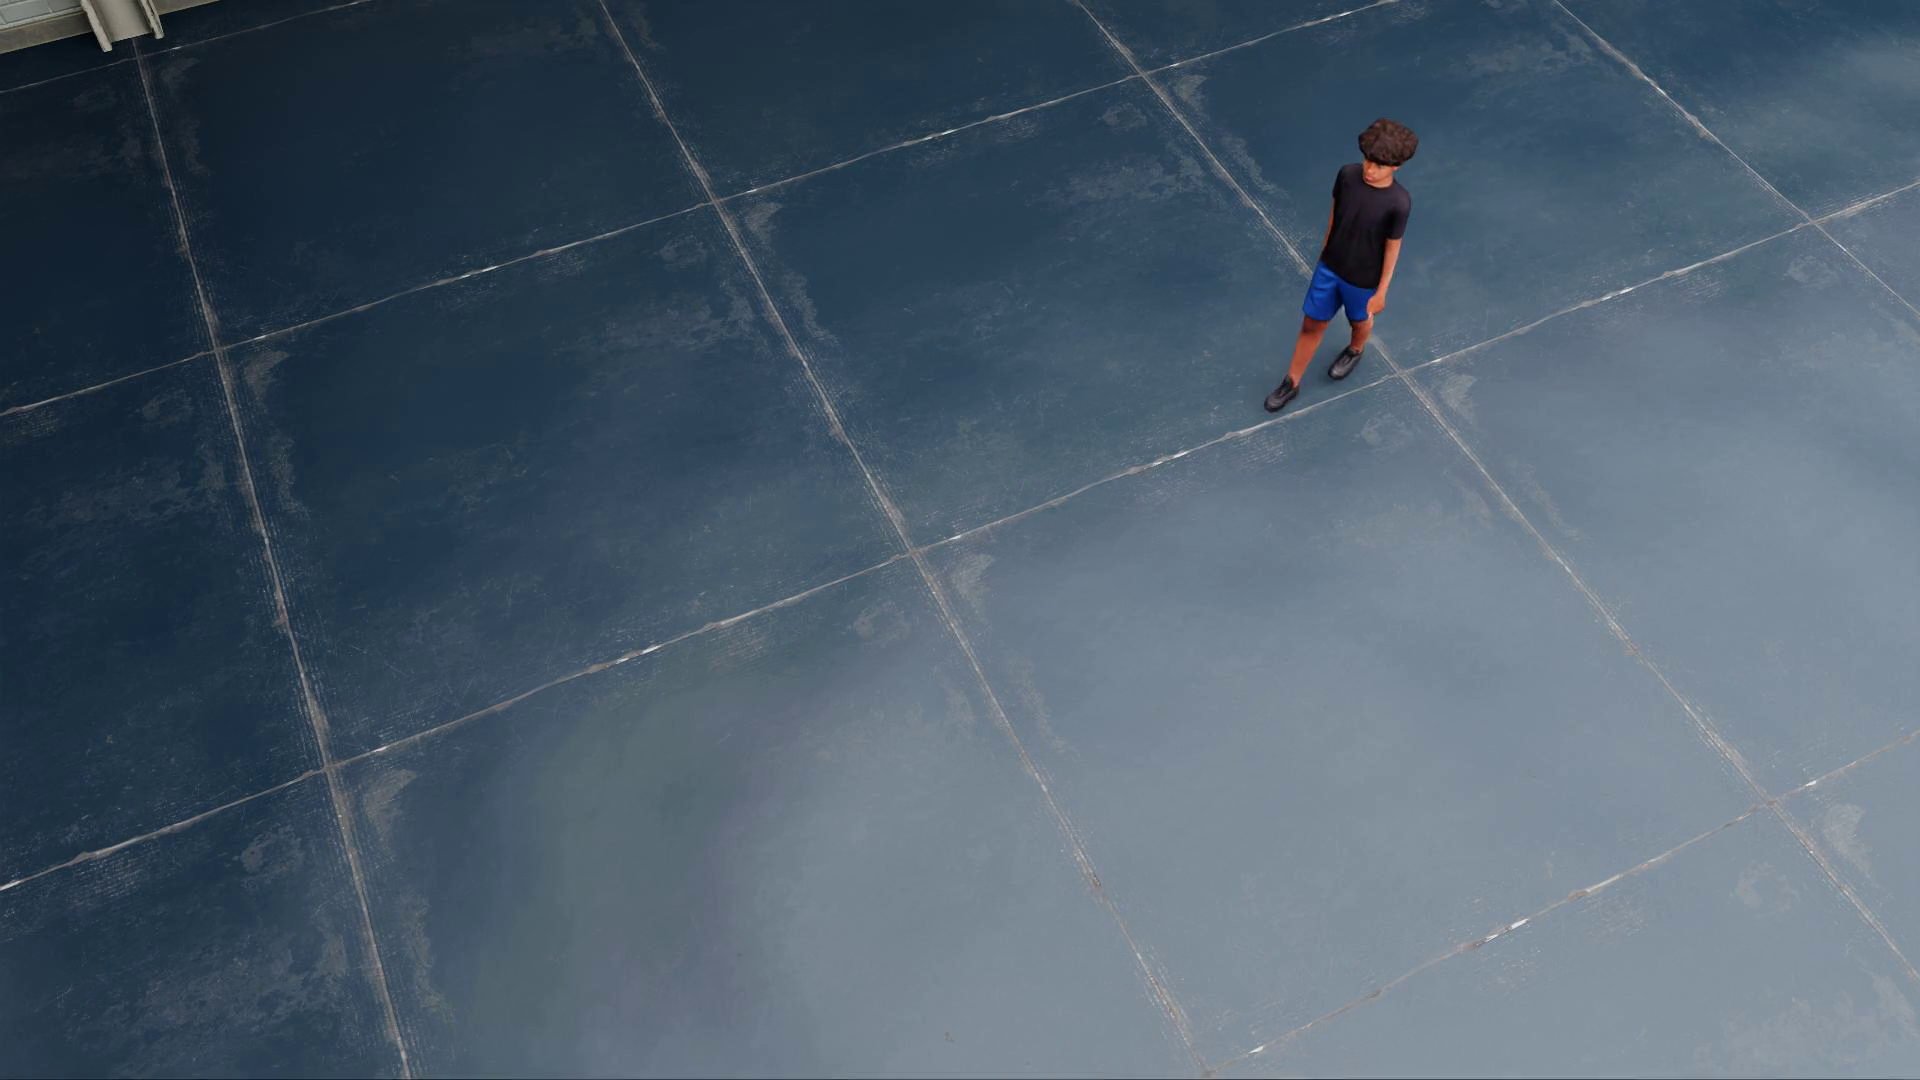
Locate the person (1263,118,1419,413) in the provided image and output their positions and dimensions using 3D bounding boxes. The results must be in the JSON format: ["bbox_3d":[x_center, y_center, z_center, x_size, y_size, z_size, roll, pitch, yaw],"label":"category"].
[{"bbox_3d":[2.097,-1.456,8.626,0.861,1.767,1.083,38,61,25],"label":"person"}]
